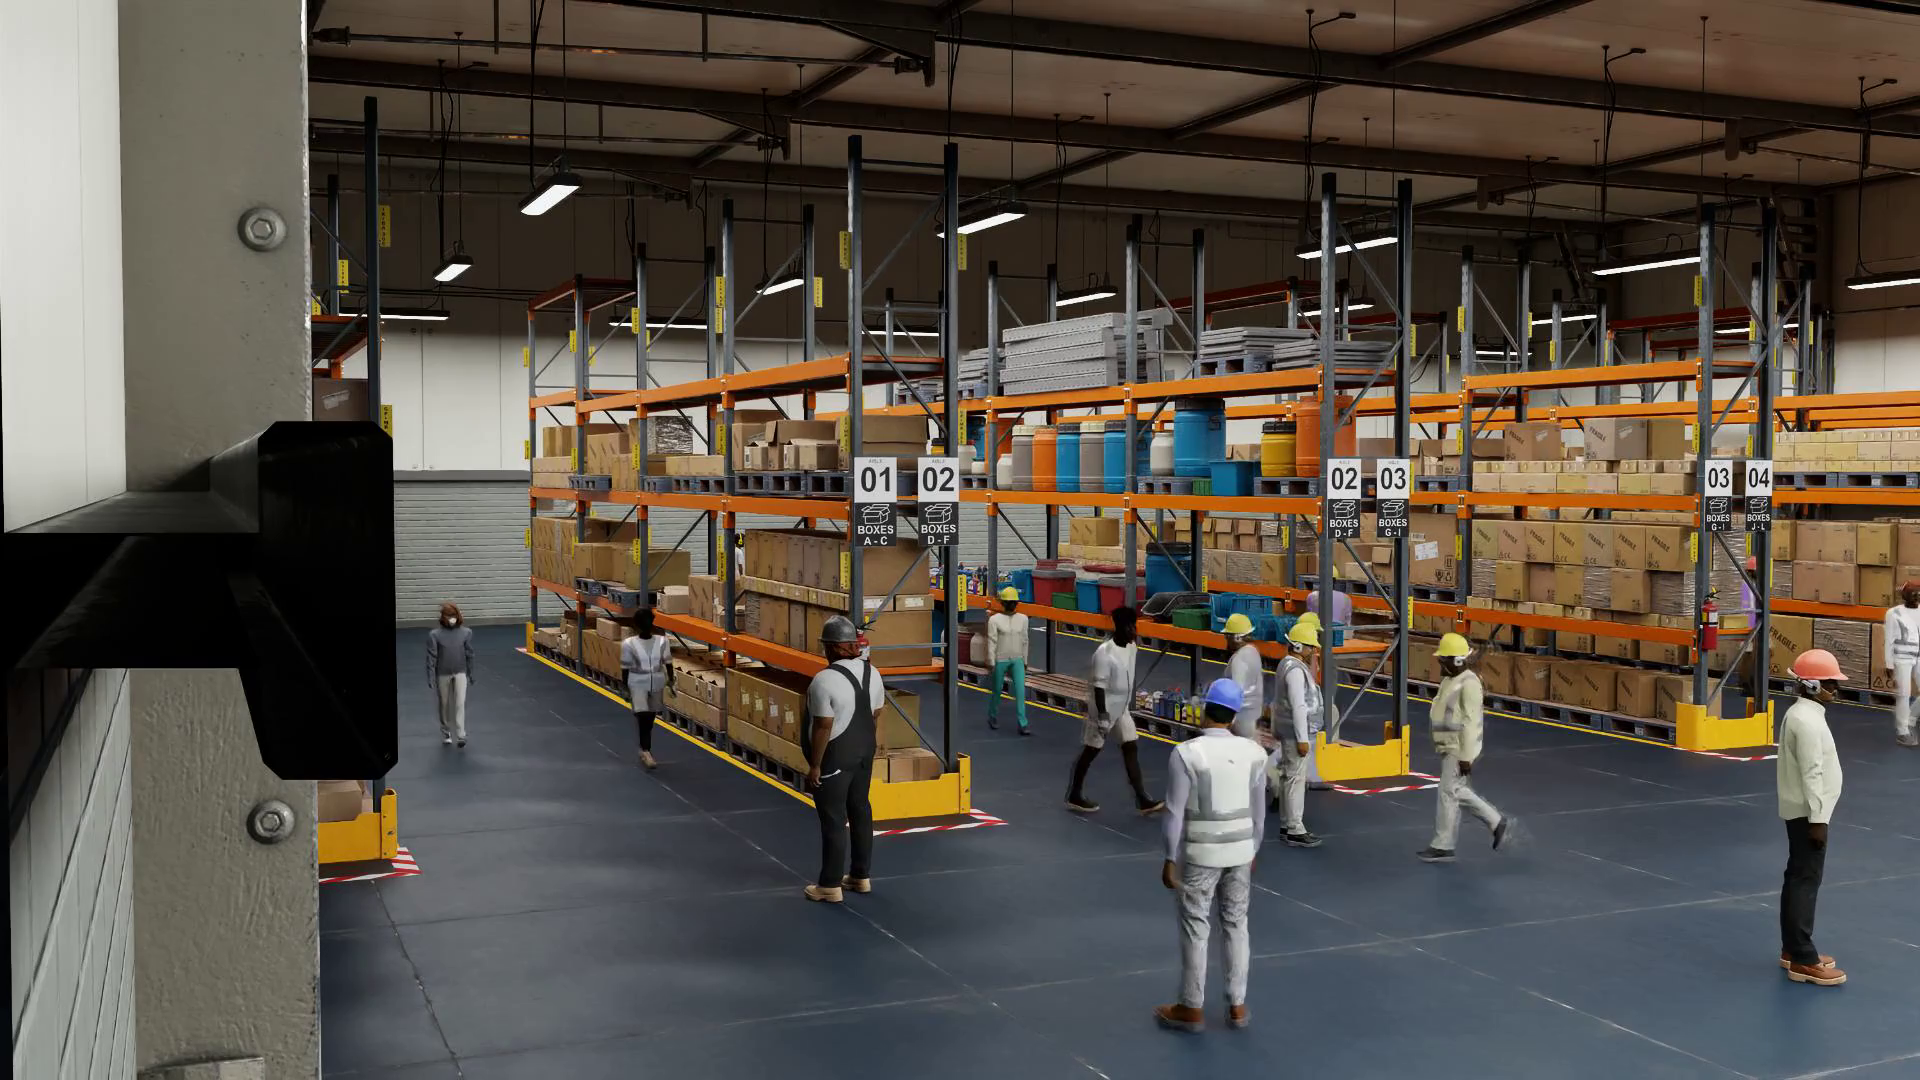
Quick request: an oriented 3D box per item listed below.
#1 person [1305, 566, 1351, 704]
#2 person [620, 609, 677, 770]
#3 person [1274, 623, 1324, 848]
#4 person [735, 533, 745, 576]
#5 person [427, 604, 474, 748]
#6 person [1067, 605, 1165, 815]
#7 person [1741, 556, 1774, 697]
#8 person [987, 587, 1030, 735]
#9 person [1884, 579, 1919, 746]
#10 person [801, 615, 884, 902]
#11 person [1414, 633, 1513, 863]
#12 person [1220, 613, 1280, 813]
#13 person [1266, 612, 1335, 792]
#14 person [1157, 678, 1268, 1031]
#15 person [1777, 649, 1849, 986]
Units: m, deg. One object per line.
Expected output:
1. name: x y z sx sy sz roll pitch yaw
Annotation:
1. person: 4.585 1.258 22.381 0.613 1.909 0.427 0 2 -9
2. person: -3.246 1.532 18.594 0.537 1.651 0.868 -1 3 -29
3. person: 2.801 1.593 14.807 0.403 1.822 0.588 0 2 1
4. person: -4.357 0.794 35.177 0.320 1.862 0.510 -1 2 -26
5. person: -5.668 1.508 19.959 0.519 1.583 0.879 -1 2 -22
6. person: 1.384 1.517 15.996 1.032 1.879 0.649 2 3 42
7. person: 10.772 1.180 24.292 0.556 1.918 0.429 -1 2 -28
8. person: 0.552 1.401 21.134 0.539 1.723 0.909 -1 2 -19
9. person: 10.626 1.367 20.010 0.599 1.872 0.415 0 2 -6
10. person: -0.901 1.577 12.964 0.538 2.000 0.681 2 3 37
11. person: 3.992 1.630 14.137 0.762 1.804 0.596 0 2 -2
12. person: 2.593 1.558 16.153 0.879 1.802 0.597 1 2 17
13. person: 3.197 1.550 17.127 0.810 1.737 0.523 0 2 -9
14. person: 1.400 1.732 9.899 0.667 1.921 0.490 -1 2 -25
15. person: 5.178 1.658 10.900 0.381 1.994 0.615 1 2 18
